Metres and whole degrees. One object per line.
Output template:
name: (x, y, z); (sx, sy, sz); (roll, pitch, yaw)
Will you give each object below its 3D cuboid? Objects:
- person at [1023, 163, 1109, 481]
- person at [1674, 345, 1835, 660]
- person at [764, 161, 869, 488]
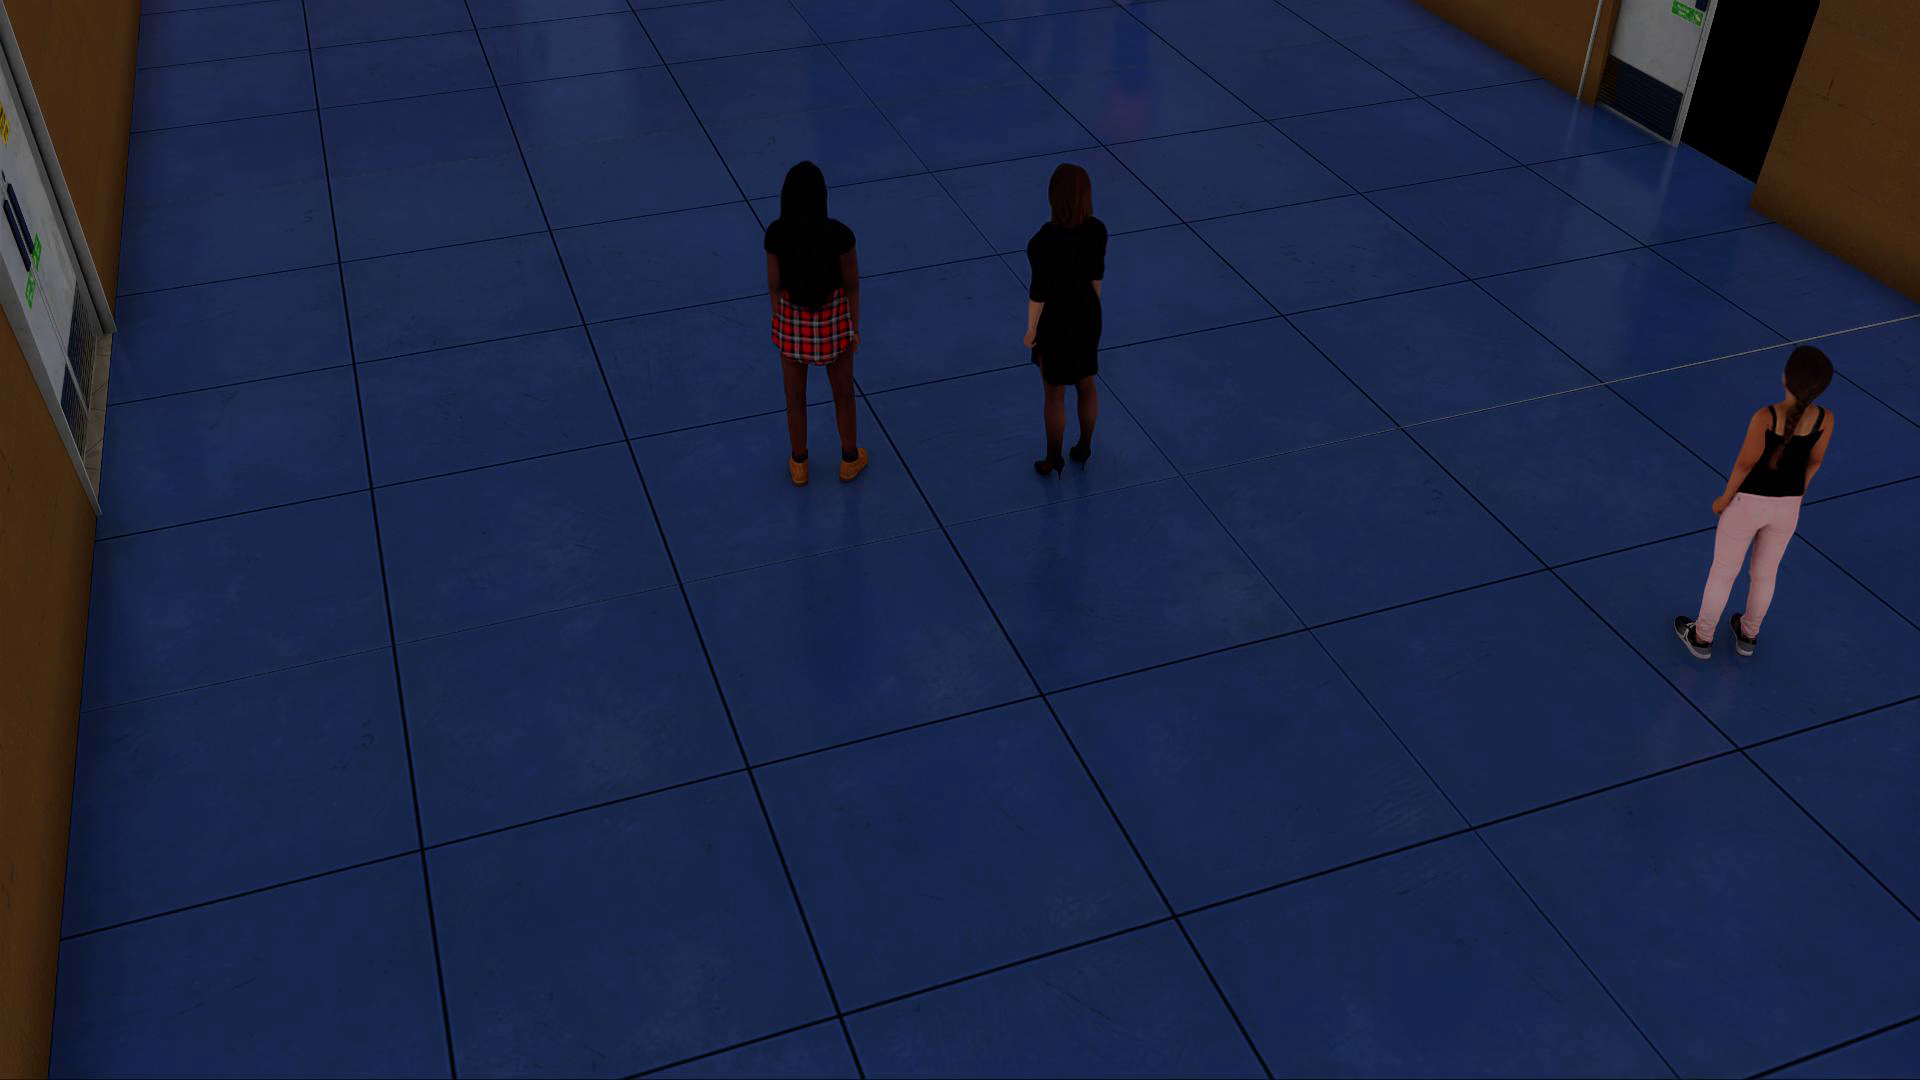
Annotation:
person: (0.534, -1.058, 8.239); (0.483, 1.706, 0.676); (-18, 40, -22)
person: (3.459, -0.146, 7.157); (0.569, 1.563, 0.675); (2, 37, 2)
person: (-0.719, -1.049, 8.223); (0.640, 1.727, 0.749); (-1, 37, -1)
